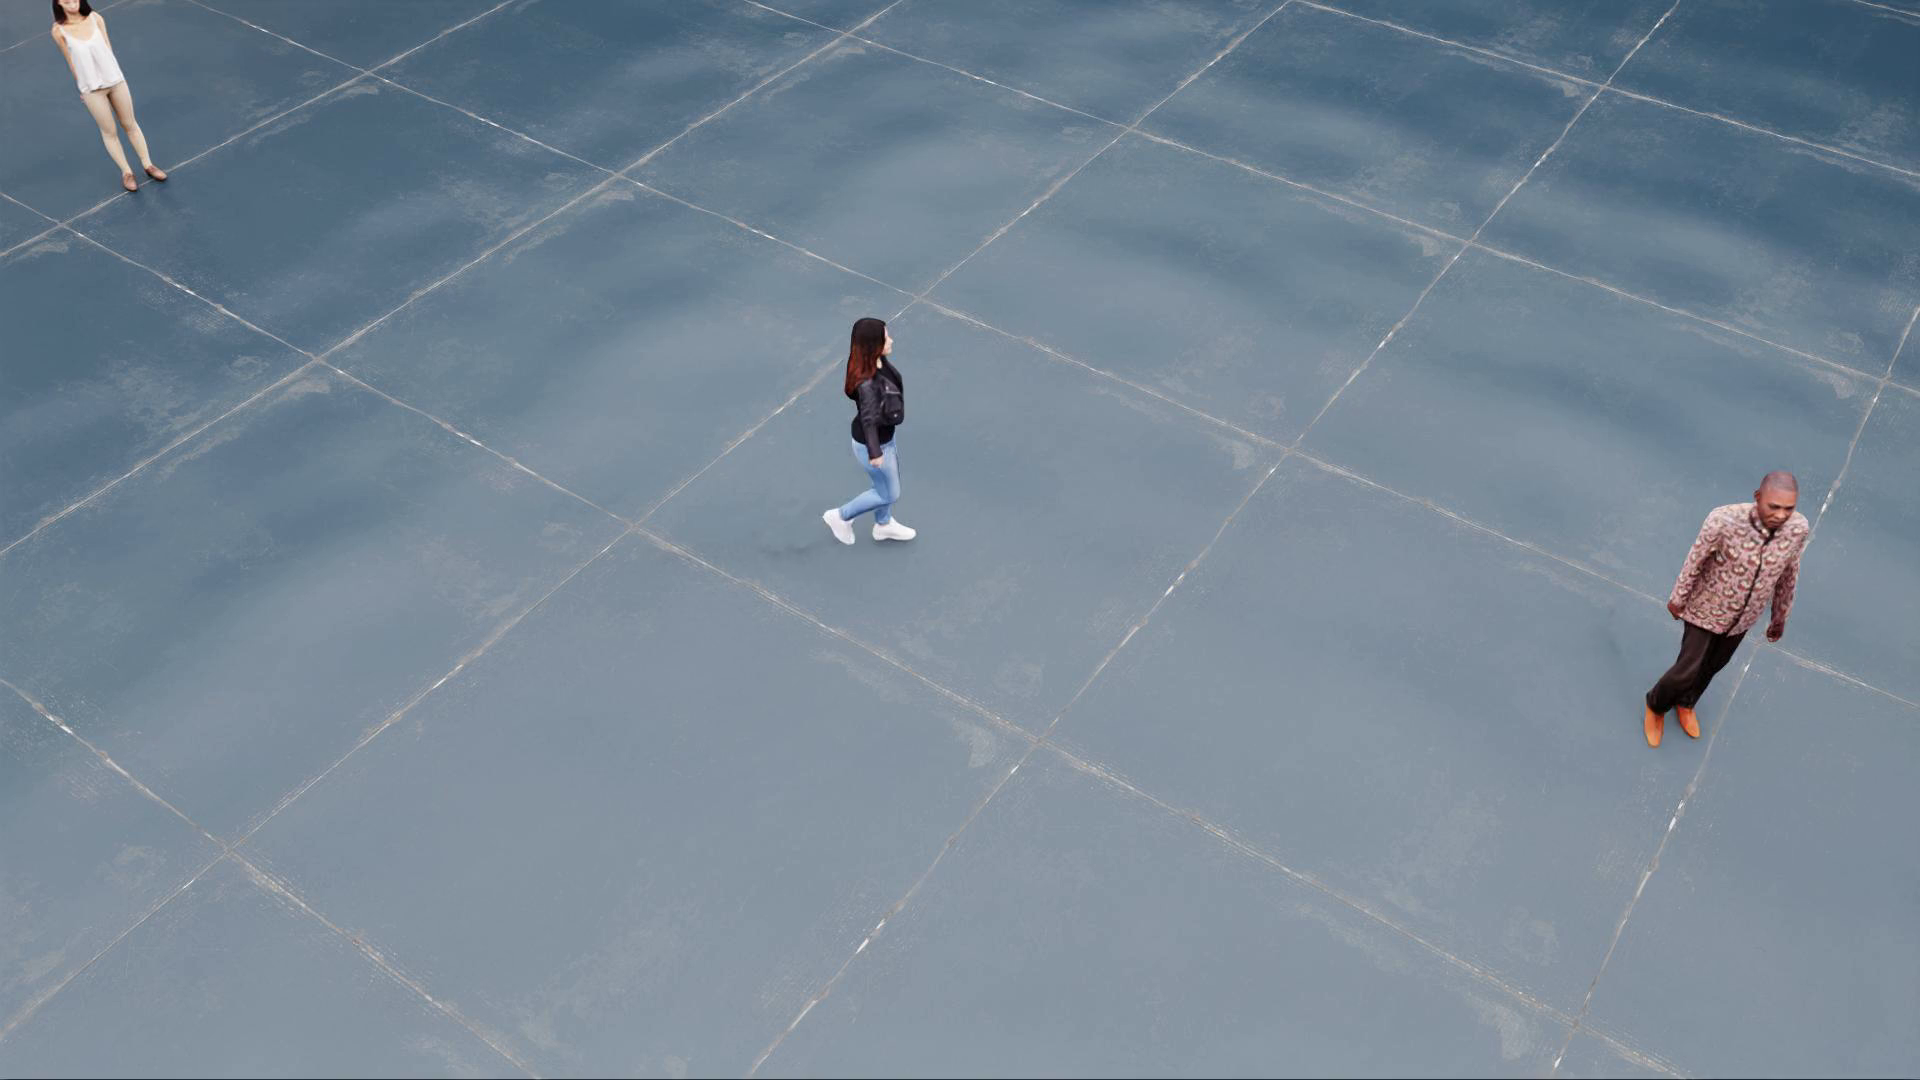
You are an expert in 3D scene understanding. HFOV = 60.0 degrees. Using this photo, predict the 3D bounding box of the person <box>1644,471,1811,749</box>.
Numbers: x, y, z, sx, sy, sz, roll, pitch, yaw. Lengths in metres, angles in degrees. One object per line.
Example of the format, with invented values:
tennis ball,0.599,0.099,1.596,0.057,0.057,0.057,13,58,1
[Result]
person,3.931,0.283,8.597,0.787,1.797,0.872,-2,43,-2

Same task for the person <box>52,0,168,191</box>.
person,-6.600,-3.513,12.770,0.572,1.651,0.624,26,49,25

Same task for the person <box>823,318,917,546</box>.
person,-0.560,-0.585,9.655,0.930,1.623,0.856,0,43,0
